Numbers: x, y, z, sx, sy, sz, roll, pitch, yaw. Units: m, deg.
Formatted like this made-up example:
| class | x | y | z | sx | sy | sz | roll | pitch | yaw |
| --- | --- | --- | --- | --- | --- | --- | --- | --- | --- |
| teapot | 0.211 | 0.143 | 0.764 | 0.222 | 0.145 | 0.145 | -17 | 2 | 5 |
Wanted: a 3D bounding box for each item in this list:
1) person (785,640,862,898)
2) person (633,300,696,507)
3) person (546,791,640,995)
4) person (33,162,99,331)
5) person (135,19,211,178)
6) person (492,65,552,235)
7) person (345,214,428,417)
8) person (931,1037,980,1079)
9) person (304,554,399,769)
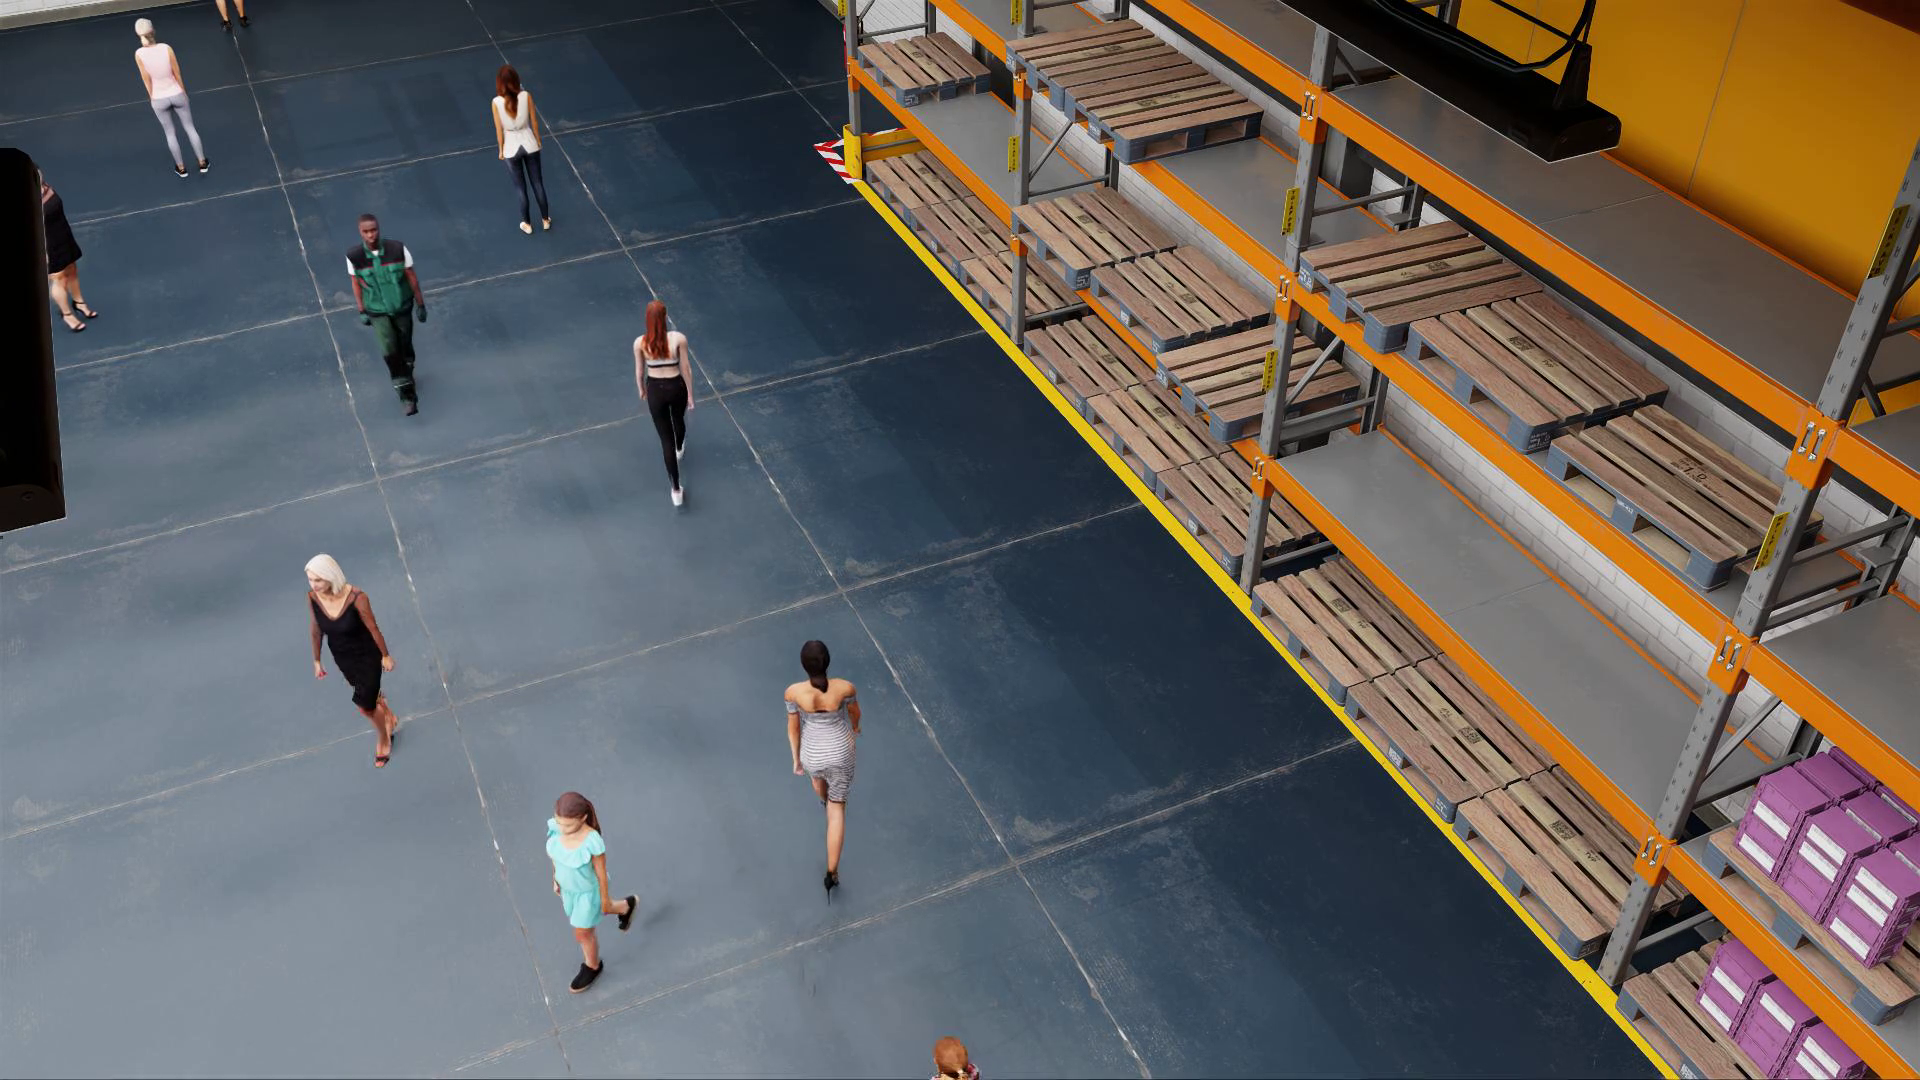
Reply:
| class | x | y | z | sx | sy | sz | roll | pitch | yaw |
| --- | --- | --- | --- | --- | --- | --- | --- | --- | --- |
| person | -0.812 | 1.427 | 10.159 | 0.927 | 1.766 | 1.187 | 1 | 39 | 1 |
| person | -2.358 | -1.079 | 13.356 | 0.831 | 1.691 | 1.243 | -5 | 39 | -6 |
| person | -2.138 | 1.963 | 9.666 | 0.892 | 1.543 | 0.869 | 24 | 44 | 27 |
| person | -8.440 | -2.747 | 15.431 | 0.806 | 1.709 | 0.690 | 1 | 39 | 2 |
| person | -8.547 | -4.776 | 17.960 | 0.562 | 1.723 | 0.510 | -18 | 42 | -21 |
| person | -4.453 | -3.959 | 16.888 | 0.586 | 1.784 | 0.505 | -16 | 41 | -19 |
| person | -4.954 | -2.030 | 14.473 | 0.729 | 1.784 | 1.158 | -15 | 41 | -18 |
| person | -0.015 | 3.032 | 8.526 | 0.598 | 1.296 | 0.621 | -27 | 46 | -30 |
| person | -3.969 | 0.714 | 11.084 | 0.787 | 1.726 | 0.843 | 10 | 40 | 12 |
